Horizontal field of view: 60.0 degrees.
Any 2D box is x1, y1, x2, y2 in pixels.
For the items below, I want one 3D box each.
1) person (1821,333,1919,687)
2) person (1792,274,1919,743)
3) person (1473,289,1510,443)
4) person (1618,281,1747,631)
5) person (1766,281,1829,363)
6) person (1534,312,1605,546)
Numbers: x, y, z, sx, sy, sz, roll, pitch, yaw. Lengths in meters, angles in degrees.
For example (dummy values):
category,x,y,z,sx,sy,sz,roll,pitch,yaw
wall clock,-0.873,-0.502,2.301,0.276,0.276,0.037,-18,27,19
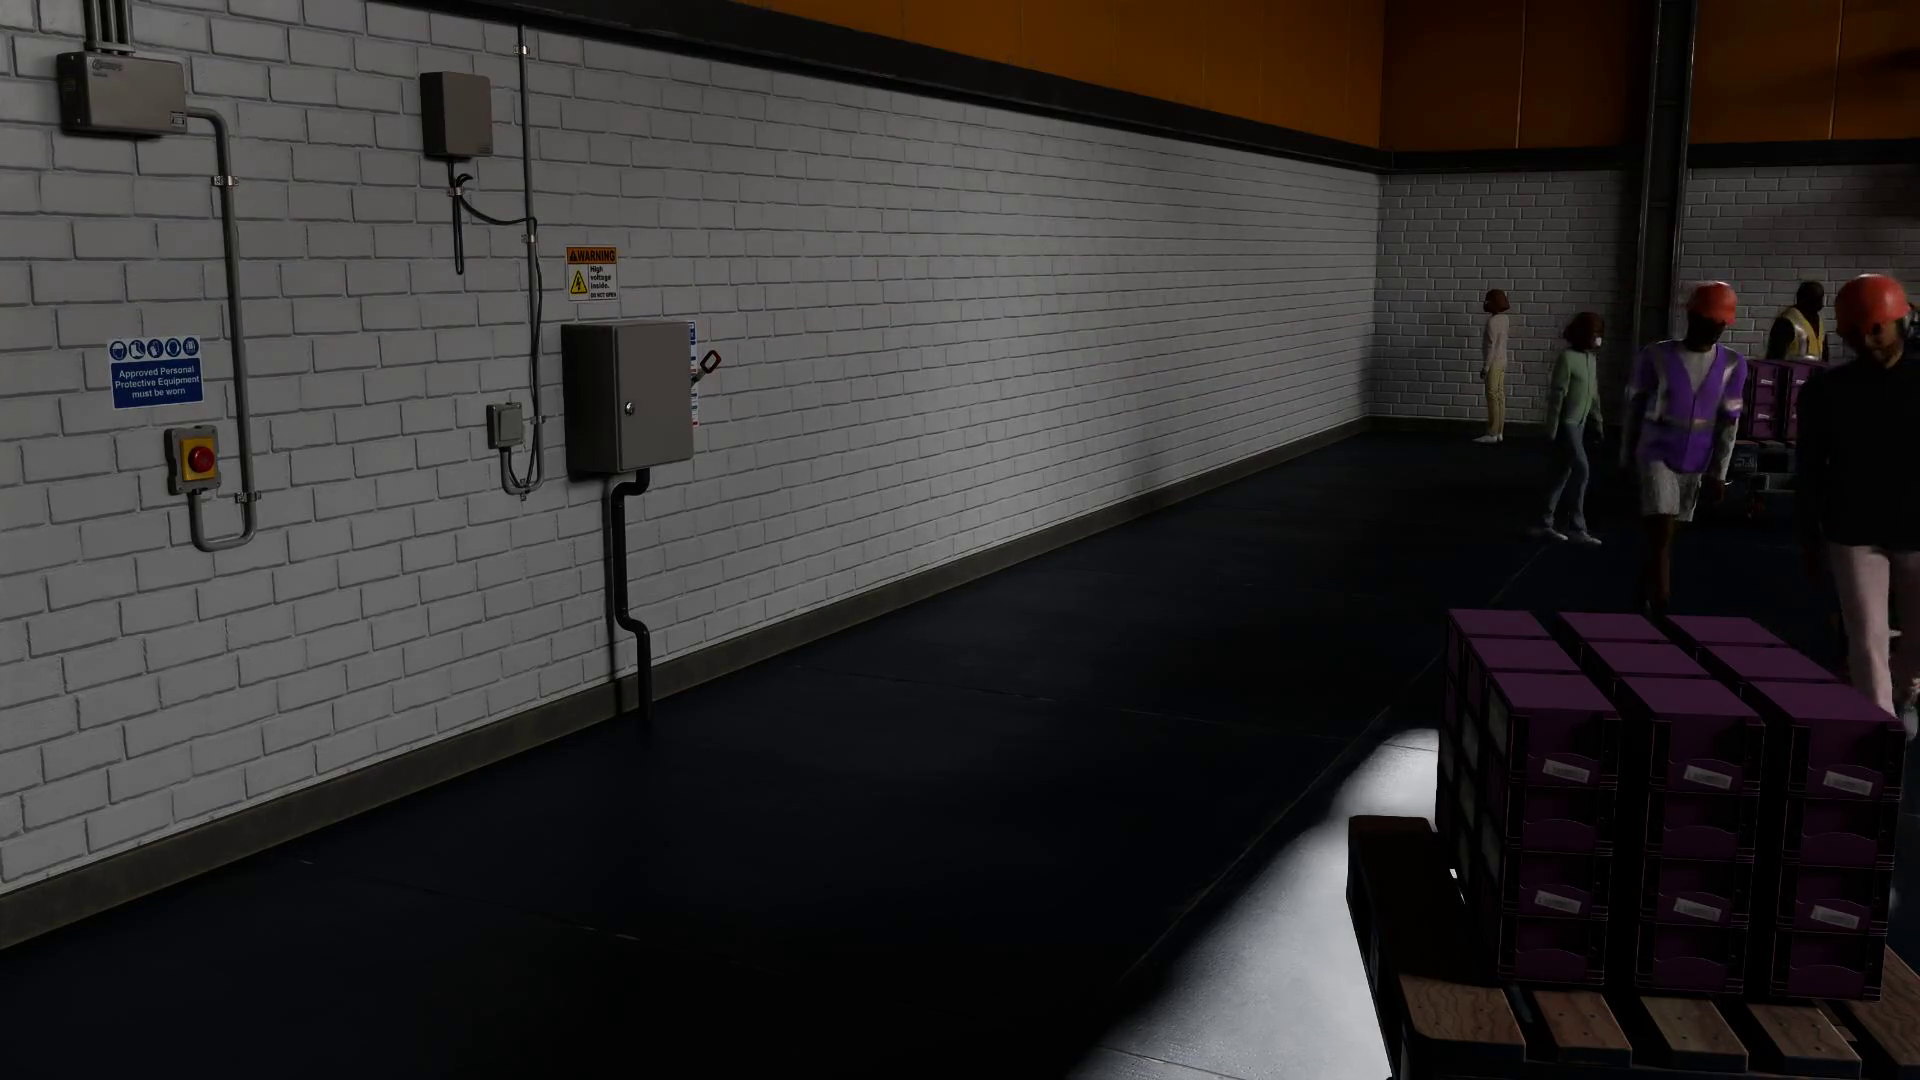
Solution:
category,x,y,z,sx,sy,sz,roll,pitch,yaw
person,4.168,-0.130,7.636,0.545,1.680,0.468,-1,10,-7
person,3.505,-0.031,6.332,0.666,1.946,0.748,4,11,23
person,5.702,-1.855,17.791,0.280,1.633,0.502,7,12,35
person,3.782,-0.402,8.692,0.548,1.869,0.908,0,10,2
person,7.692,-1.511,15.454,0.655,1.778,0.897,-7,12,-36
person,4.327,-0.769,11.550,0.668,1.605,0.513,9,13,43
